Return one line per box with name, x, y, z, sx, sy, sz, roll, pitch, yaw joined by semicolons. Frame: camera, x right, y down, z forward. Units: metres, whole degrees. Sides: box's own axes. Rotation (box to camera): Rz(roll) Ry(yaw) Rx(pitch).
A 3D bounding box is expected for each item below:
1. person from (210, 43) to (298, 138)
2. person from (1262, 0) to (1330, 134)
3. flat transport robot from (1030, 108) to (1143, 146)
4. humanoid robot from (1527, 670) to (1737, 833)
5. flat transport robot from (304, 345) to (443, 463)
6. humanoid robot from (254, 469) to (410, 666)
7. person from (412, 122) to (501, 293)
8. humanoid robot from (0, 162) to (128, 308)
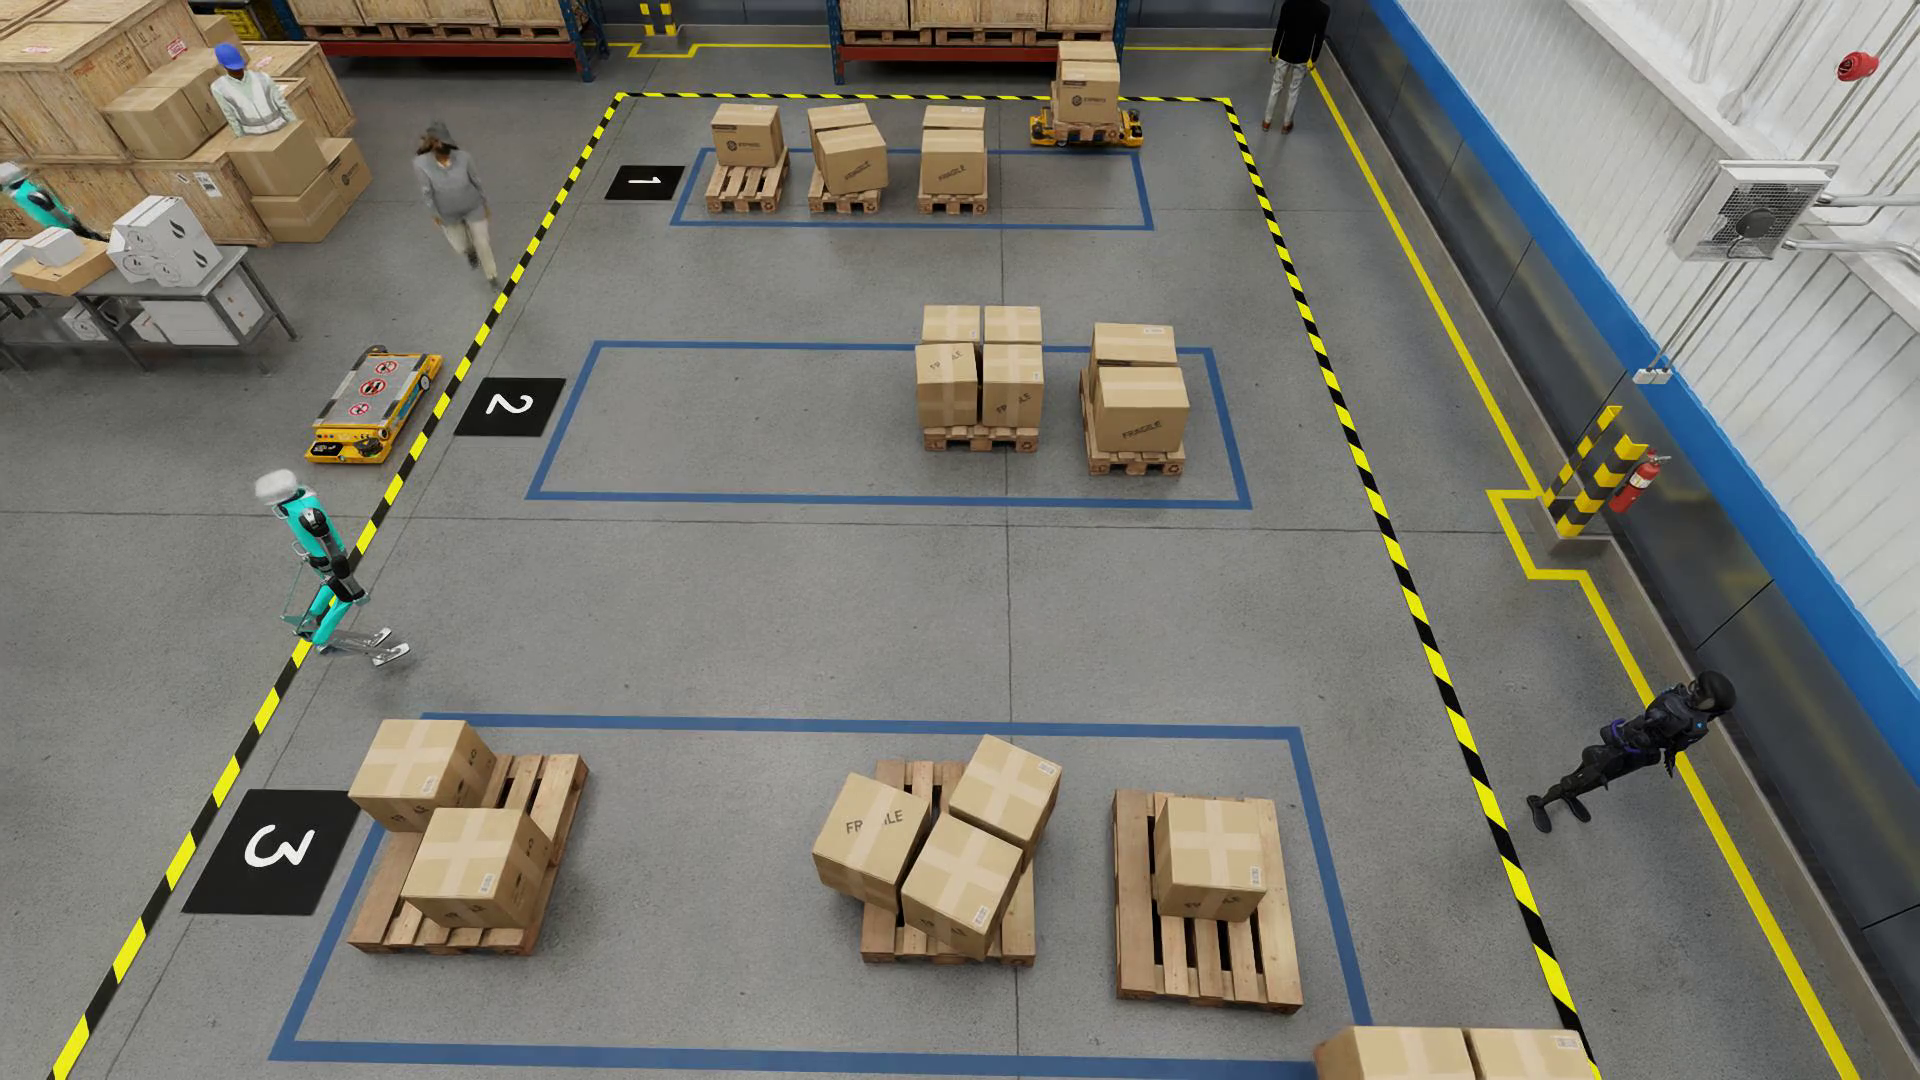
person;-7.514;-4.406;10.008;0.616;1.932;0.417;-34;58;-25
person;4.176;-6.058;11.436;0.589;1.880;0.380;17;52;14
flat transport robot;1.634;-5.376;11.898;1.431;0.197;0.652;1;50;1
humanoid robot;3.949;1.252;5.377;0.599;1.654;0.315;-8;50;-7
flat transport robot;-5.383;-1.269;8.441;0.659;0.231;1.431;1;50;1
humanoid robot;-4.299;0.304;6.060;0.533;1.677;0.735;34;58;25
person;-5.029;-3.362;9.244;0.577;1.733;0.492;-21;53;-17
humanoid robot;-8.328;-2.970;8.923;0.561;1.720;0.955;17;52;14
